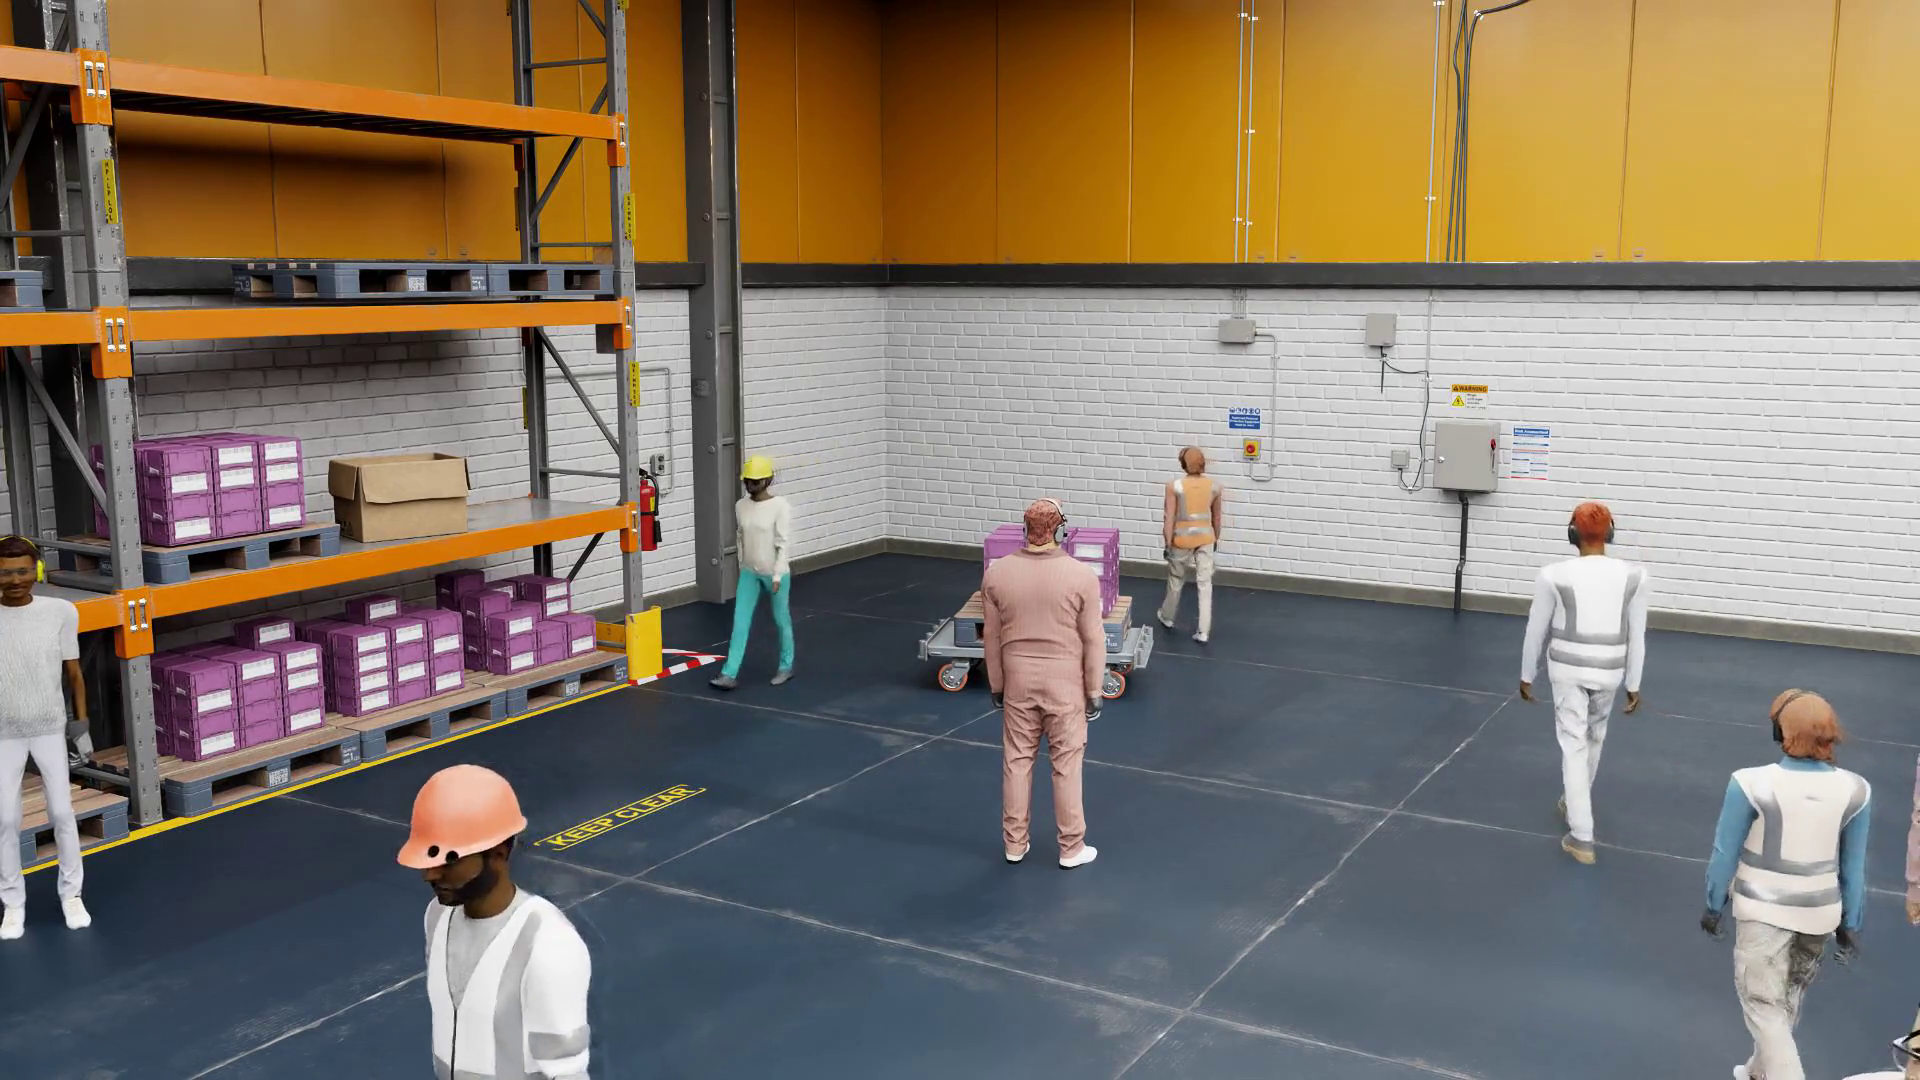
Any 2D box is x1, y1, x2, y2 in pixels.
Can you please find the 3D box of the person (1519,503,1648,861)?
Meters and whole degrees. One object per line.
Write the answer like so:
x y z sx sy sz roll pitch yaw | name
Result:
3.289 0.708 8.838 0.588 1.838 0.887 0 9 2 | person

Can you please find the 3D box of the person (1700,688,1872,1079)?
2.885 1.317 5.780 0.512 1.605 0.799 0 9 -3 | person

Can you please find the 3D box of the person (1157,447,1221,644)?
1.905 0.021 13.841 0.544 1.592 0.835 -2 9 -12 | person

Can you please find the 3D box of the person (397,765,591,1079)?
-1.034 1.442 4.077 0.591 1.901 0.915 7 11 37 | person

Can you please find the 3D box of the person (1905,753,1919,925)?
3.666 1.222 5.965 0.553 1.734 0.544 2 9 12 | person

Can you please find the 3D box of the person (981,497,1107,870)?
0.440 0.730 8.484 0.643 1.909 0.410 3 10 20 | person

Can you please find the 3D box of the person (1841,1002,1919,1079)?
1.772 1.631 2.932 0.680 1.884 0.646 -3 10 -19 | person

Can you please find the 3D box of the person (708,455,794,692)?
-1.469 0.255 12.007 0.530 1.721 0.893 5 10 27 | person

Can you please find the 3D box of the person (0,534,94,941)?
-4.267 0.892 7.619 0.515 1.862 0.328 -5 10 -29 | person
